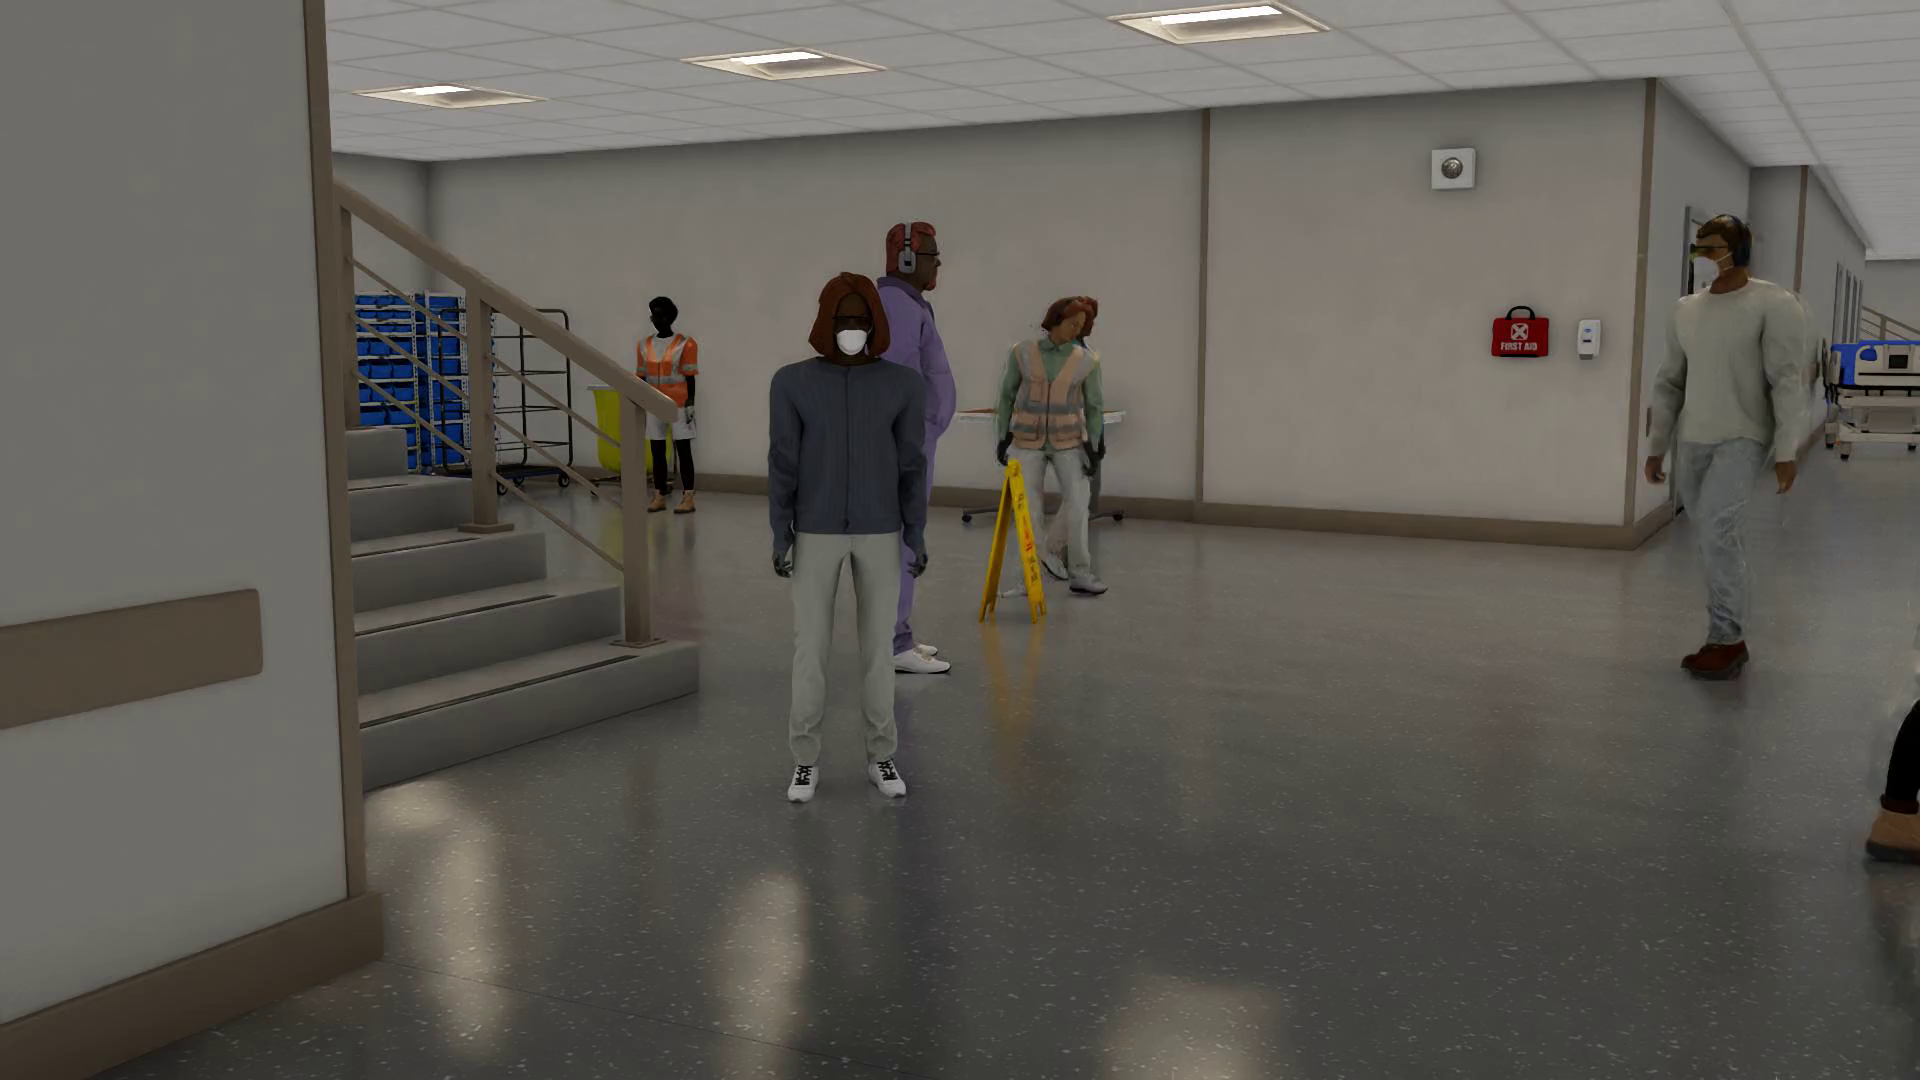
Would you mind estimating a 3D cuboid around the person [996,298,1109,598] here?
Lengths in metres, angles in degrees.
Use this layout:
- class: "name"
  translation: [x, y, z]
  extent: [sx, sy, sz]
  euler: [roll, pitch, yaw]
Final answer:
- class: "person"
  translation: [0.499, -0.479, 8.895]
  extent: [0.614, 1.613, 0.334]
  euler: [1, 7, 5]

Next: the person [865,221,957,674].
- class: "person"
  translation: [-0.214, -0.395, 7.108]
  extent: [0.402, 1.906, 0.652]
  euler: [-1, 7, -8]

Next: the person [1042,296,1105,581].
- class: "person"
  translation: [0.656, -0.560, 9.410]
  extent: [0.371, 1.625, 0.536]
  euler: [5, 9, 34]

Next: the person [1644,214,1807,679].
- class: "person"
  translation: [3.139, -0.378, 6.921]
  extent: [0.584, 1.916, 0.654]
  euler: [-3, 8, -23]

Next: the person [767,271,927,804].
- class: "person"
  translation: [-0.344, -0.006, 5.152]
  extent: [0.498, 1.633, 0.286]
  euler: [-1, 8, -10]

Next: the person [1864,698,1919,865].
- class: "person"
  translation: [2.895, 0.087, 4.377]
  extent: [0.919, 1.636, 0.527]
  euler: [1, 7, 9]

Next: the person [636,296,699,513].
- class: "person"
  translation: [-2.276, -1.045, 12.941]
  extent: [0.530, 1.689, 0.321]
  euler: [2, 8, 16]
